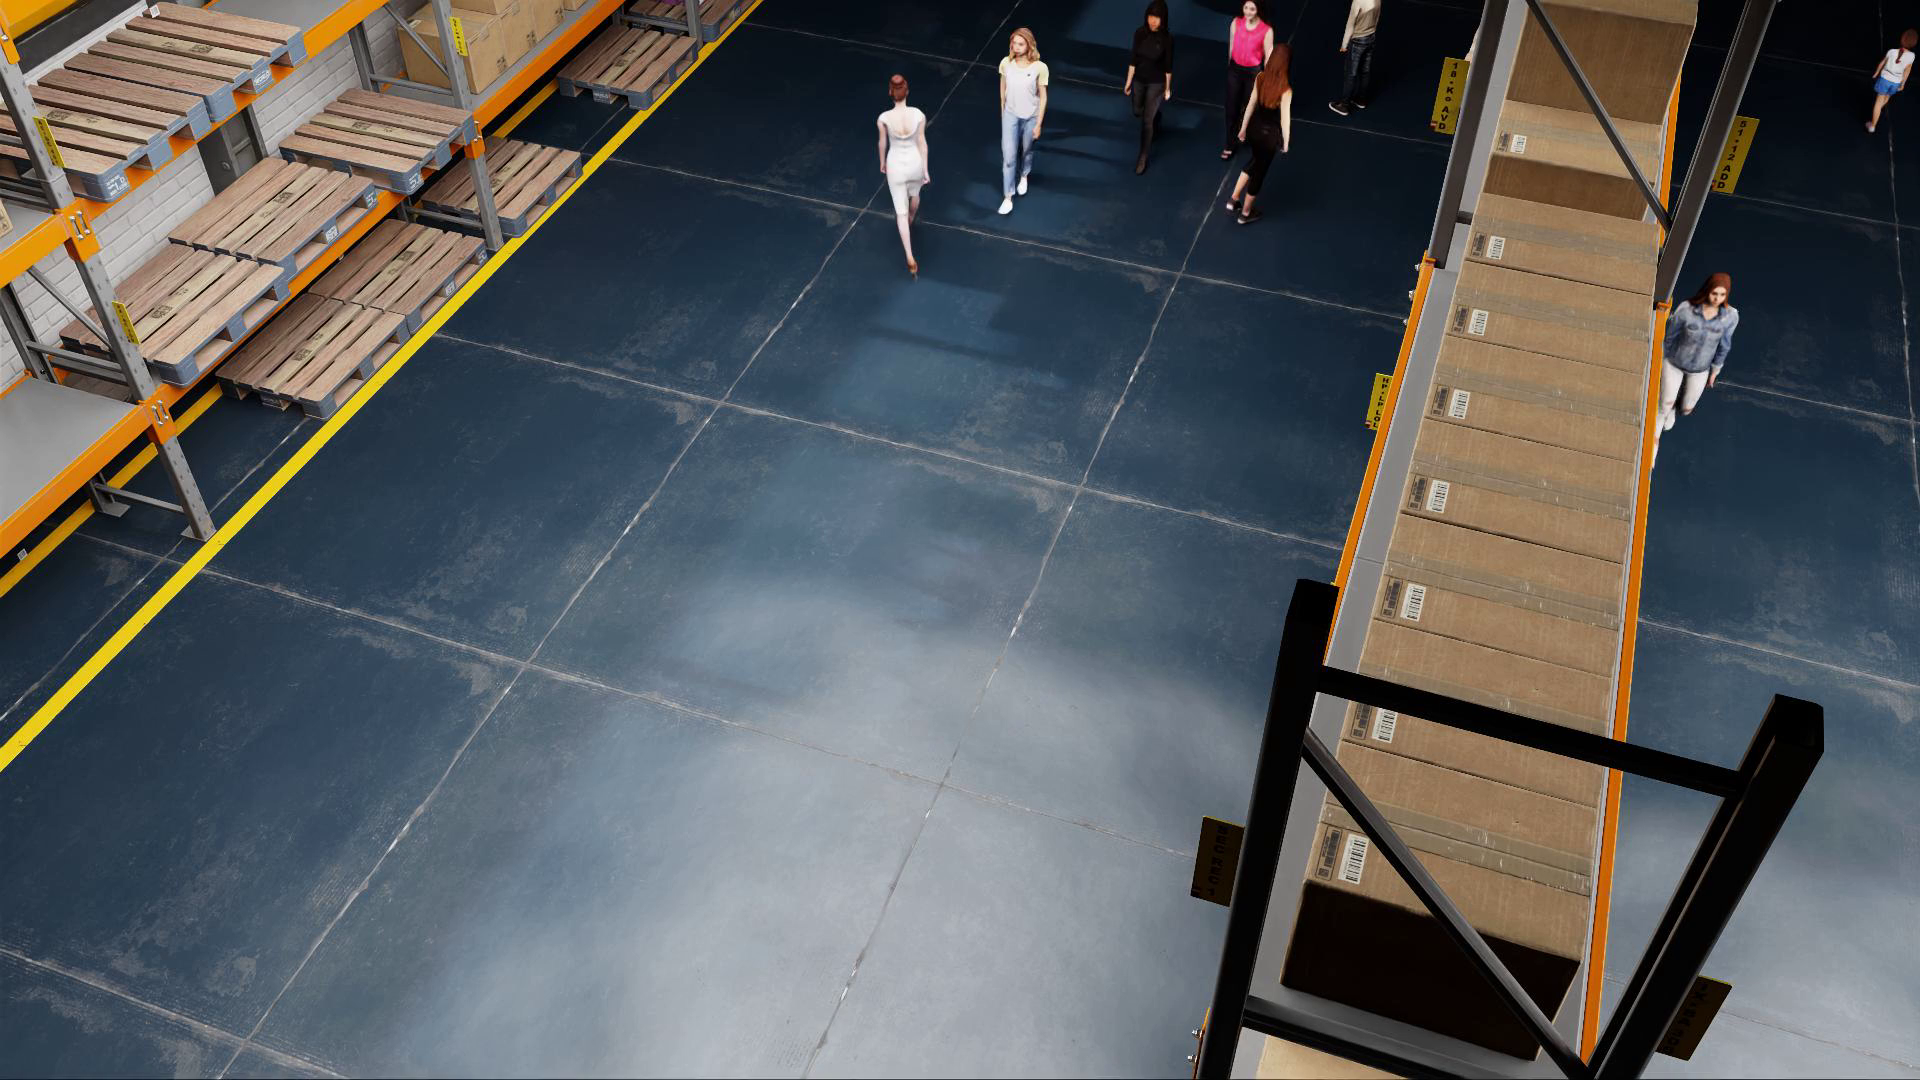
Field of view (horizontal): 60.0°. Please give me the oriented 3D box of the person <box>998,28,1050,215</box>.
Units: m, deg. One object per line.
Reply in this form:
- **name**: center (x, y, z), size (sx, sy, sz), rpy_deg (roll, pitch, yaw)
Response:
- **person**: center (0.590, -3.843, 14.959), size (0.669, 1.691, 0.997), rpy_deg (11, 45, 11)

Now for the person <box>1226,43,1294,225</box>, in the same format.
- **person**: center (2.604, -3.510, 14.598), size (0.783, 1.707, 0.728), rpy_deg (-26, 50, -25)

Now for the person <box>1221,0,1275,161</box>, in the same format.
- **person**: center (2.697, -4.357, 15.532), size (0.687, 1.644, 0.868), rpy_deg (24, 48, 23)

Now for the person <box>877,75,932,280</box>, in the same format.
- **person**: center (-0.478, -3.026, 14.062), size (0.900, 1.745, 1.191), rpy_deg (-2, 44, -2)

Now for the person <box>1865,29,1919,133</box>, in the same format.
- **person**: center (8.985, -4.419, 16.070), size (0.434, 0.992, 0.713), rpy_deg (13, 45, 13)

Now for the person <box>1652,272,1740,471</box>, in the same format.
- **person**: center (5.374, -1.328, 12.324), size (0.652, 1.684, 0.895), rpy_deg (12, 45, 12)

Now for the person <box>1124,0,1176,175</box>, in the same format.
- **person**: center (1.785, -4.279, 15.467), size (0.687, 1.622, 1.003), rpy_deg (21, 48, 21)

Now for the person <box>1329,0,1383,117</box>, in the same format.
- **person**: center (3.910, -4.860, 16.193), size (0.597, 1.461, 0.683), rpy_deg (-25, 49, -24)
